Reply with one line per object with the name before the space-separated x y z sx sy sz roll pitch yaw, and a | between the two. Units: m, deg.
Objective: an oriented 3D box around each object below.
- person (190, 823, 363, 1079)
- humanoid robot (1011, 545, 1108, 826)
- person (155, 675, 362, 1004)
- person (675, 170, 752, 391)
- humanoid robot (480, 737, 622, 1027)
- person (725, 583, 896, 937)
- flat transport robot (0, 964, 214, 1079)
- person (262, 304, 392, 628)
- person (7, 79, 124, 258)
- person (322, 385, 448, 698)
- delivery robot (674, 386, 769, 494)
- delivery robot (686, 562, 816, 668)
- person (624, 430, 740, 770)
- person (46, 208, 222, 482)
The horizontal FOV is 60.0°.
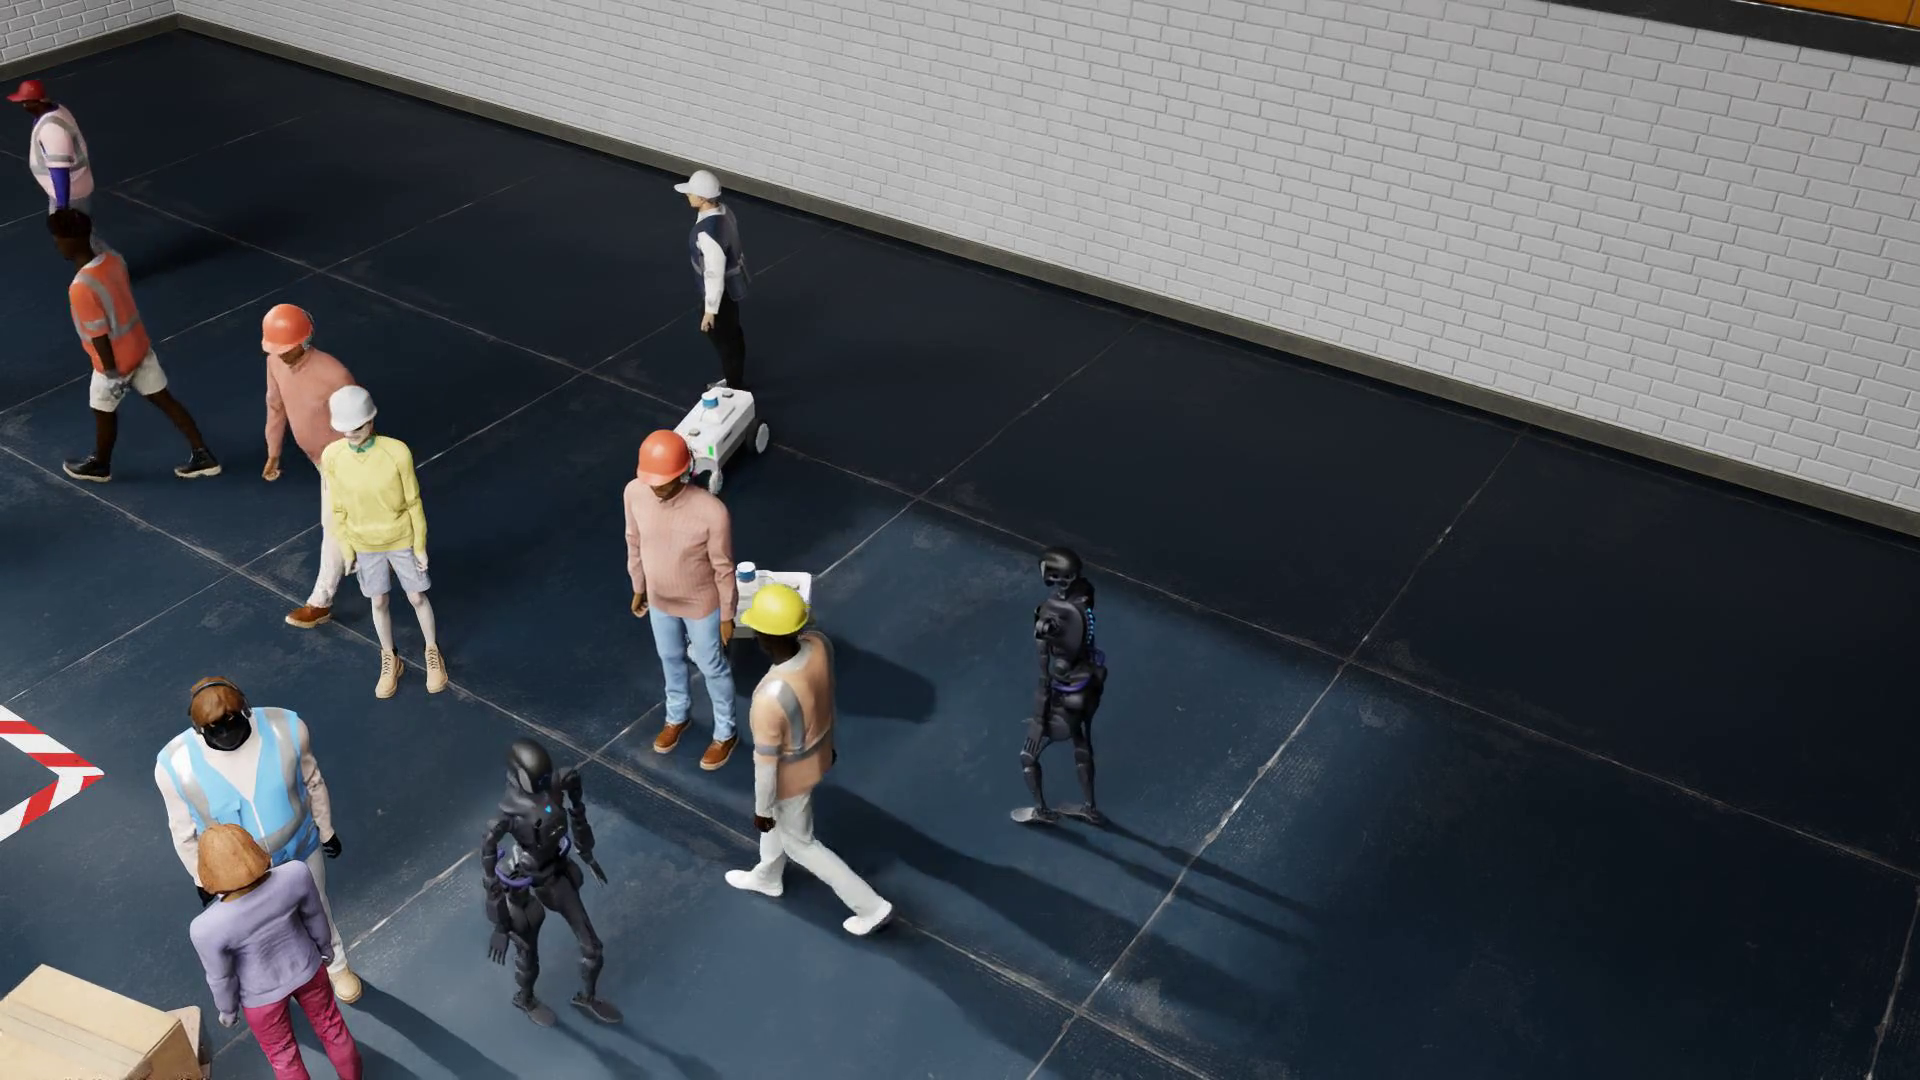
person | -2.698 1.742 6.582 0.284 1.633 0.498 27 43 33
humanoid robot | 0.516 0.728 7.994 0.446 1.642 0.615 18 39 23
person | -2.928 1.319 7.008 0.620 1.845 0.430 -21 40 -27
person | -1.655 -1.692 11.382 0.447 1.758 0.759 0 35 1
humanoid robot | -1.767 1.451 6.979 0.408 1.643 0.609 22 40 28
person | -0.707 0.998 7.420 0.863 1.893 0.592 11 36 15
flat transport robot | -3.517 2.626 6.510 1.431 0.231 0.659 -10 36 -14
person | -3.665 -0.453 9.447 0.616 1.938 0.991 22 40 28
person | -6.914 -2.724 12.870 0.444 1.738 0.654 -15 38 -20
person | -3.064 0.005 8.846 0.472 1.890 0.385 -5 35 -7
delivery robot | -1.623 -0.710 11.044 0.499 0.613 0.797 11 36 15
delivery robot | -1.204 0.391 9.450 0.790 0.589 0.499 0 35 0
person | -1.393 0.297 8.347 0.617 1.987 0.402 16 38 22
person | -5.390 -1.213 10.566 1.017 1.908 0.625 1 35 2
